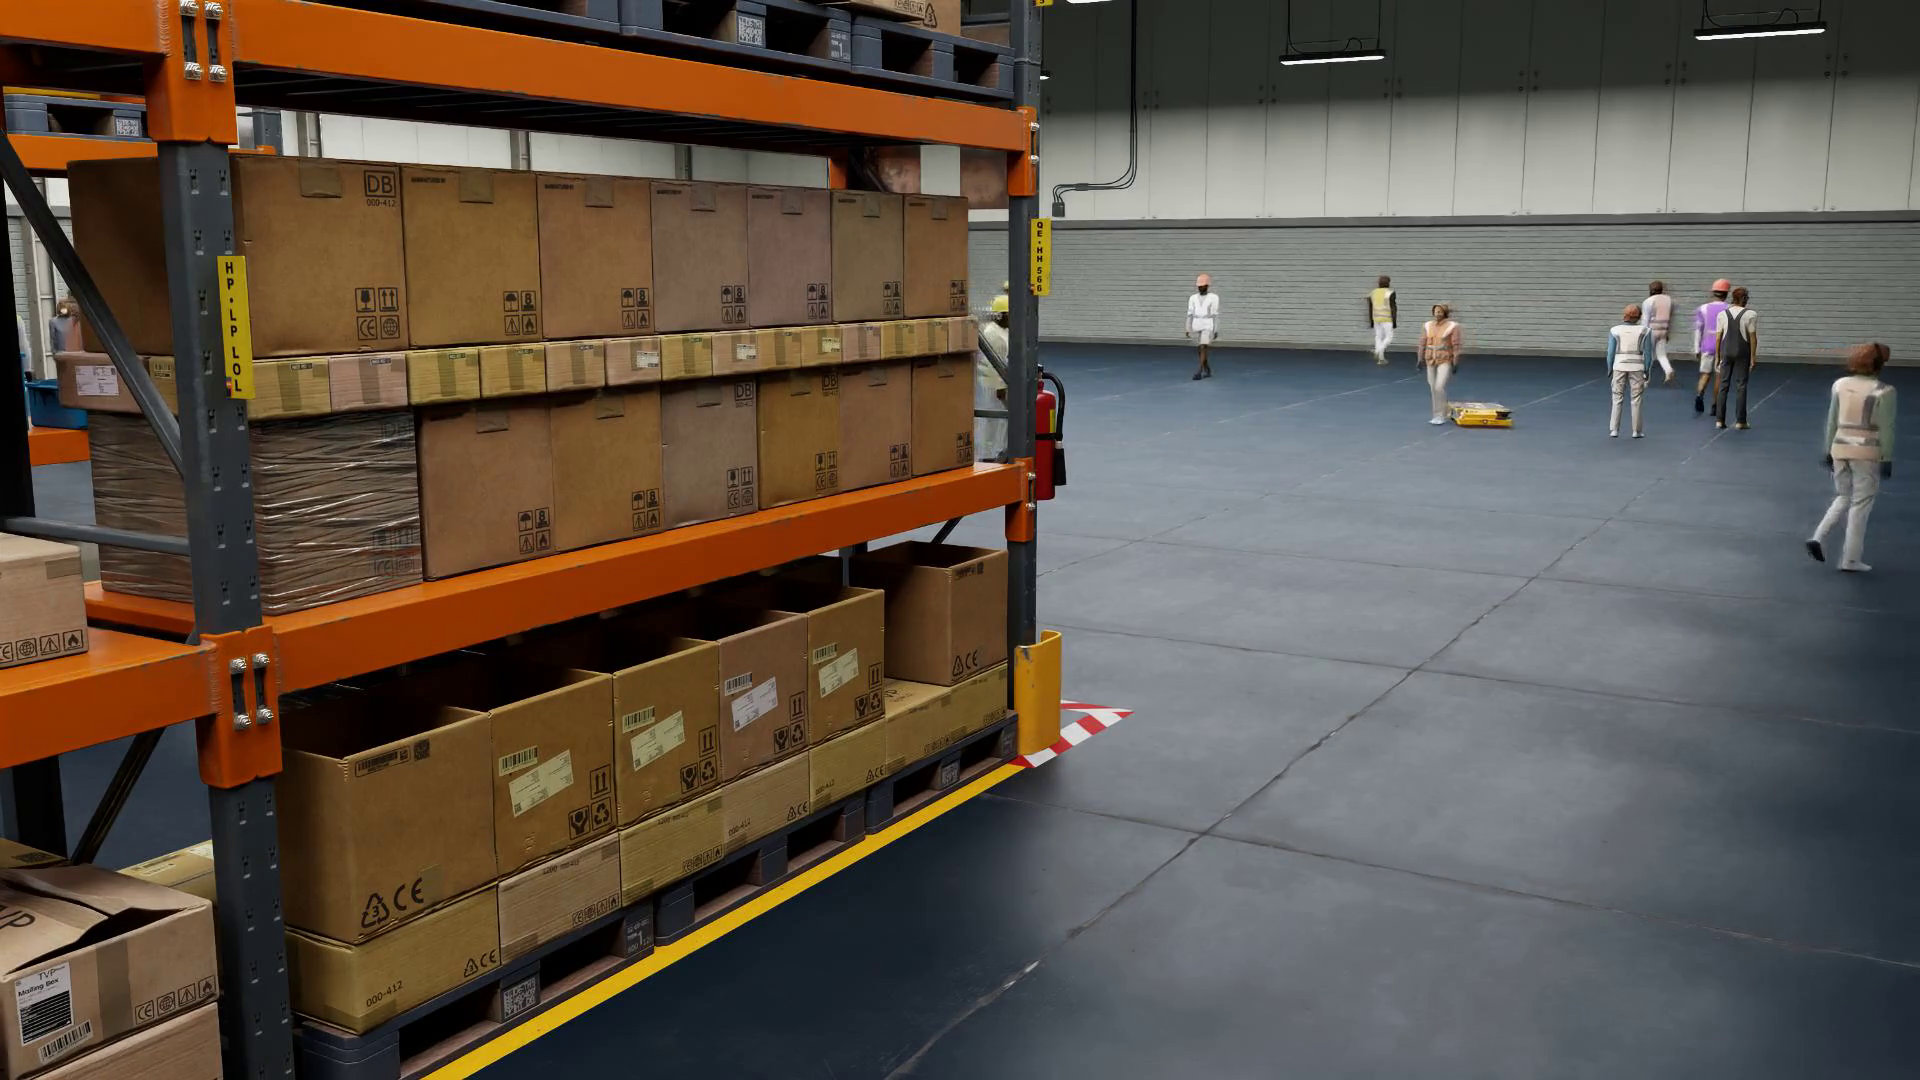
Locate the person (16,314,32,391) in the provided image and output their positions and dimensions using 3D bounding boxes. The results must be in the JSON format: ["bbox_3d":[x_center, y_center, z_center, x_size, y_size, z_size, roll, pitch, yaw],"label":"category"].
[{"bbox_3d":[-11.125,-1.995,19.407,0.631,1.840,0.428,1,10,5],"label":"person"}]

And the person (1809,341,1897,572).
[{"bbox_3d":[6.334,-0.576,11.718,0.378,1.631,0.531,-4,10,-20],"label":"person"}]

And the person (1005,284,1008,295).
[{"bbox_3d":[0.959,-4.217,32.780,0.542,1.700,0.935,5,11,29],"label":"person"}]

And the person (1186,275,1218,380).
[{"bbox_3d":[4.421,-3.870,30.225,0.556,1.902,0.934,5,11,28],"label":"person"}]

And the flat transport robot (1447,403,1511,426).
[{"bbox_3d":[6.935,-1.696,22.242,0.652,0.197,1.431,2,10,10],"label":"flat transport robot"}]

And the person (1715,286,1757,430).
[{"bbox_3d":[9.996,-2.341,21.439,0.504,1.839,0.344,9,13,41],"label":"person"}]

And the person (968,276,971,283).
[{"bbox_3d":[0.001,-4.406,33.337,0.521,1.906,0.591,5,11,29],"label":"person"}]

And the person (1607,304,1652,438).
[{"bbox_3d":[8.198,-2.065,20.400,0.515,1.641,0.315,5,11,29],"label":"person"}]

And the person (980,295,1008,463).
[{"bbox_3d":[0.463,-1.657,17.501,0.545,1.814,0.591,4,10,22],"label":"person"}]

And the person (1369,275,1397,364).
[{"bbox_3d":[8.706,-4.529,34.260,0.504,1.832,0.645,-8,12,-38],"label":"person"}]

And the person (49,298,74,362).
[{"bbox_3d":[-12.988,-2.714,24.255,0.504,1.618,0.539,-4,10,-20],"label":"person"}]

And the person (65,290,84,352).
[{"bbox_3d":[-9.451,-1.789,18.106,0.647,1.876,0.849,5,11,27],"label":"person"}]

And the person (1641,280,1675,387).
[{"bbox_3d":[11.799,-3.473,28.121,0.632,1.823,0.680,-2,10,-12],"label":"person"}]

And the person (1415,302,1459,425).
[{"bbox_3d":[6.280,-2.318,21.971,0.638,1.616,0.517,-10,14,-44],"label":"person"}]

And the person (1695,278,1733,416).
[{"bbox_3d":[10.521,-2.675,23.148,0.551,1.922,0.515,8,13,39],"label":"person"}]
